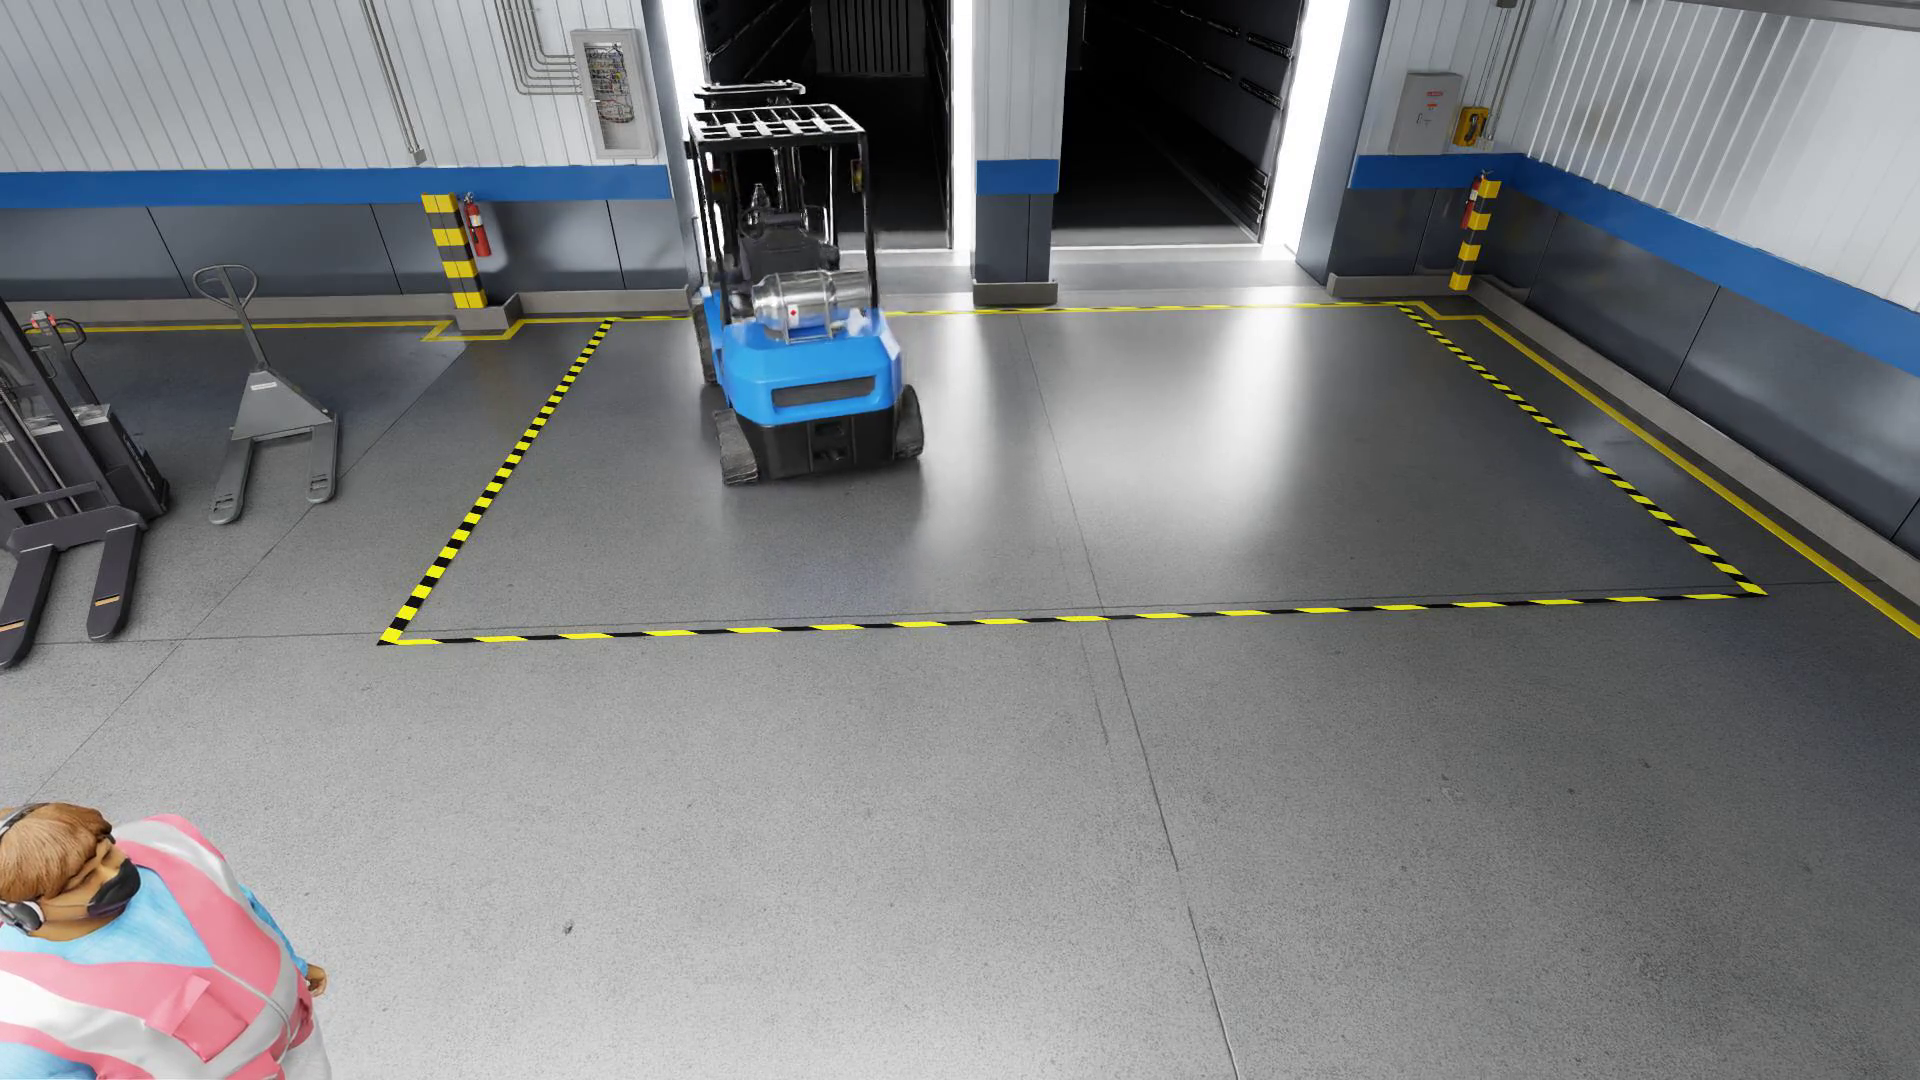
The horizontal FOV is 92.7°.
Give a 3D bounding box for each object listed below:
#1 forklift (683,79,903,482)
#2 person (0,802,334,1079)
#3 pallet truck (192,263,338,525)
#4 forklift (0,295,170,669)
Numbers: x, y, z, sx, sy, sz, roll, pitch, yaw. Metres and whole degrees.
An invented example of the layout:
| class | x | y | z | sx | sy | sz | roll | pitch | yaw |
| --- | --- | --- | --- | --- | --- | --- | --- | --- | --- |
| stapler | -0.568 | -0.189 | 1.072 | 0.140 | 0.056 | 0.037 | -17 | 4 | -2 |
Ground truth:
| class | x | y | z | sx | sy | sz | roll | pitch | yaw |
| --- | --- | --- | --- | --- | --- | --- | --- | --- | --- |
| forklift | -1.229 | -1.933 | 6.453 | 1.157 | 2.036 | 2.680 | -10 | 36 | -15 |
| person | -1.809 | 1.297 | 2.277 | 0.429 | 1.826 | 0.620 | -2 | 35 | -2 |
| pallet truck | -4.778 | -1.027 | 6.128 | 0.680 | 1.201 | 1.601 | -17 | 38 | -23 |
| forklift | -5.212 | -0.618 | 4.878 | 0.823 | 1.965 | 1.885 | -20 | 39 | -26 |
